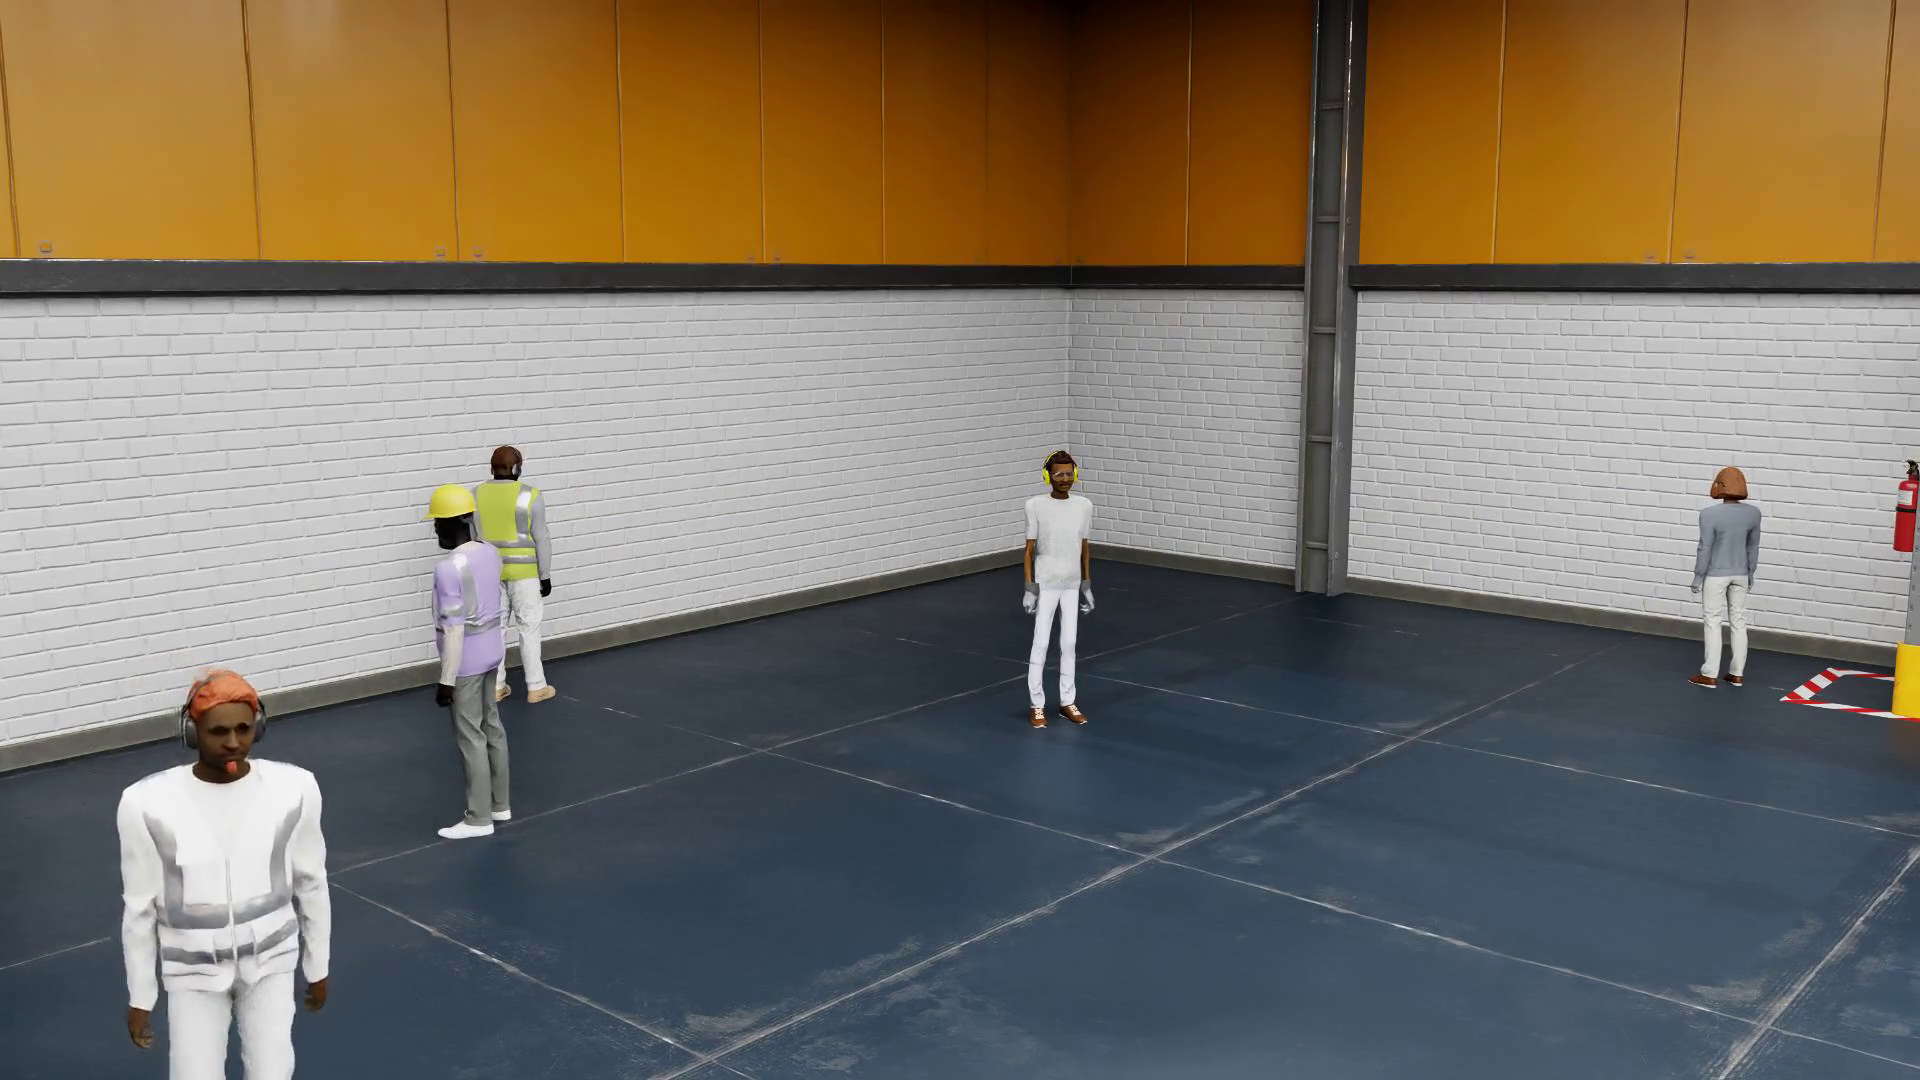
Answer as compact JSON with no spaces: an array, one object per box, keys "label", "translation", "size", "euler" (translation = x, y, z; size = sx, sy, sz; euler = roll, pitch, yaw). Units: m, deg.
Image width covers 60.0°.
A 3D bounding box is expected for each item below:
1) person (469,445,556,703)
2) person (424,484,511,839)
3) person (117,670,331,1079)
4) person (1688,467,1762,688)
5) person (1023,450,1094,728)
[{"label":"person","translation":[-3.183,0.246,11.817],"size":[0.623,1.839,0.429],"euler":[1,9,8]},{"label":"person","translation":[-2.674,0.653,8.981],"size":[0.386,1.922,0.594],"euler":[2,9,10]},{"label":"person","translation":[-2.232,1.301,5.090],"size":[0.594,1.868,0.502],"euler":[-5,10,-30]},{"label":"person","translation":[5.632,0.276,12.255],"size":[0.508,1.632,0.271],"euler":[-2,9,-12]},{"label":"person","translation":[0.665,0.326,11.204],"size":[0.508,1.872,0.329],"euler":[-3,10,-20]}]
